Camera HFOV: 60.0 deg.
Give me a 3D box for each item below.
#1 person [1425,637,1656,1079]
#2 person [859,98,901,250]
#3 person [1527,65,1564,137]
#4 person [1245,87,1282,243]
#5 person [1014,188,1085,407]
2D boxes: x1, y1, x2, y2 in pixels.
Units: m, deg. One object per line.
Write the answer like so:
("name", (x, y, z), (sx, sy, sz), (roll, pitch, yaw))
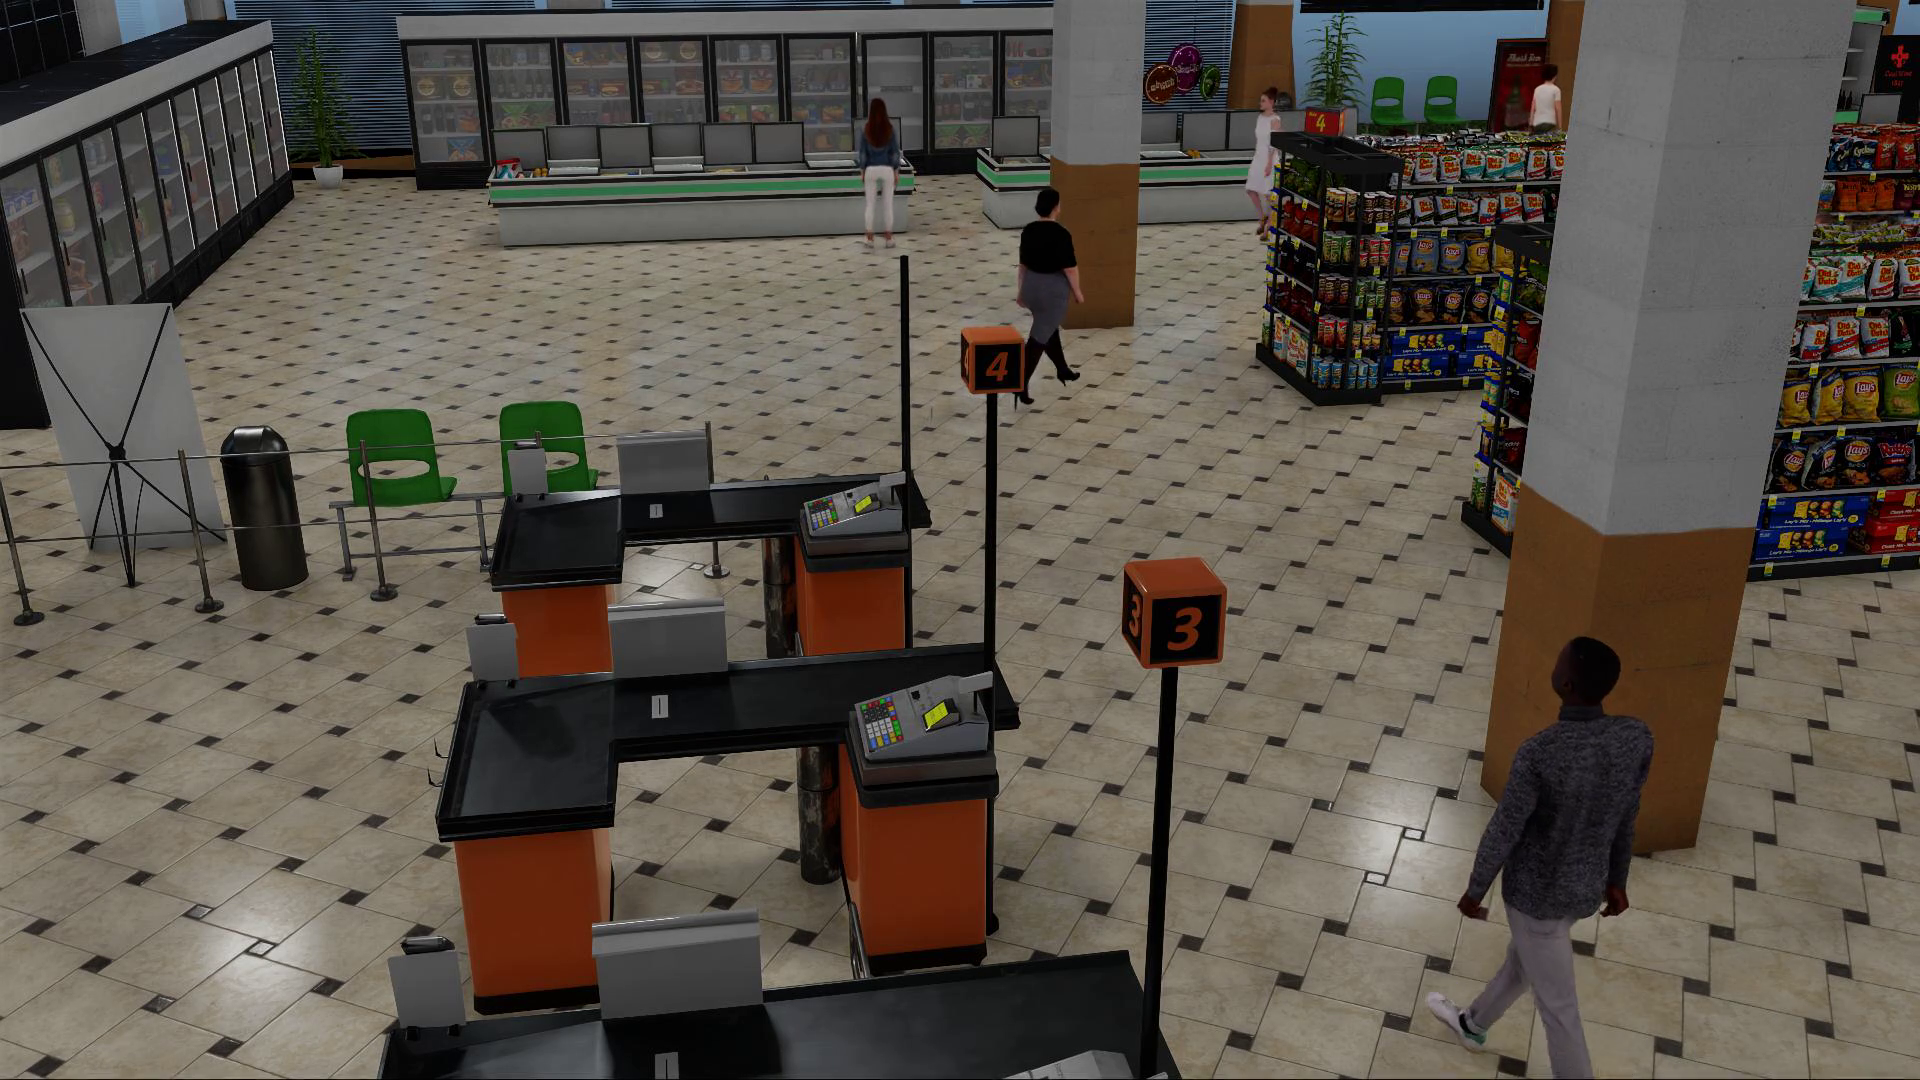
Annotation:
("person", (2.016, 1.224, 5.487), (1.189, 1.790, 0.994), (-11, 24, -24))
("person", (-0.928, -4.208, 19.127), (0.528, 1.701, 0.720), (0, 22, 1))
("person", (7.969, -5.640, 22.803), (1.197, 1.616, 0.906), (-16, 27, -35))
("person", (3.664, -4.377, 19.432), (0.693, 1.786, 0.673), (-12, 25, -28))
("person", (0.625, -1.905, 13.390), (1.211, 1.704, 1.001), (-17, 27, -36))
